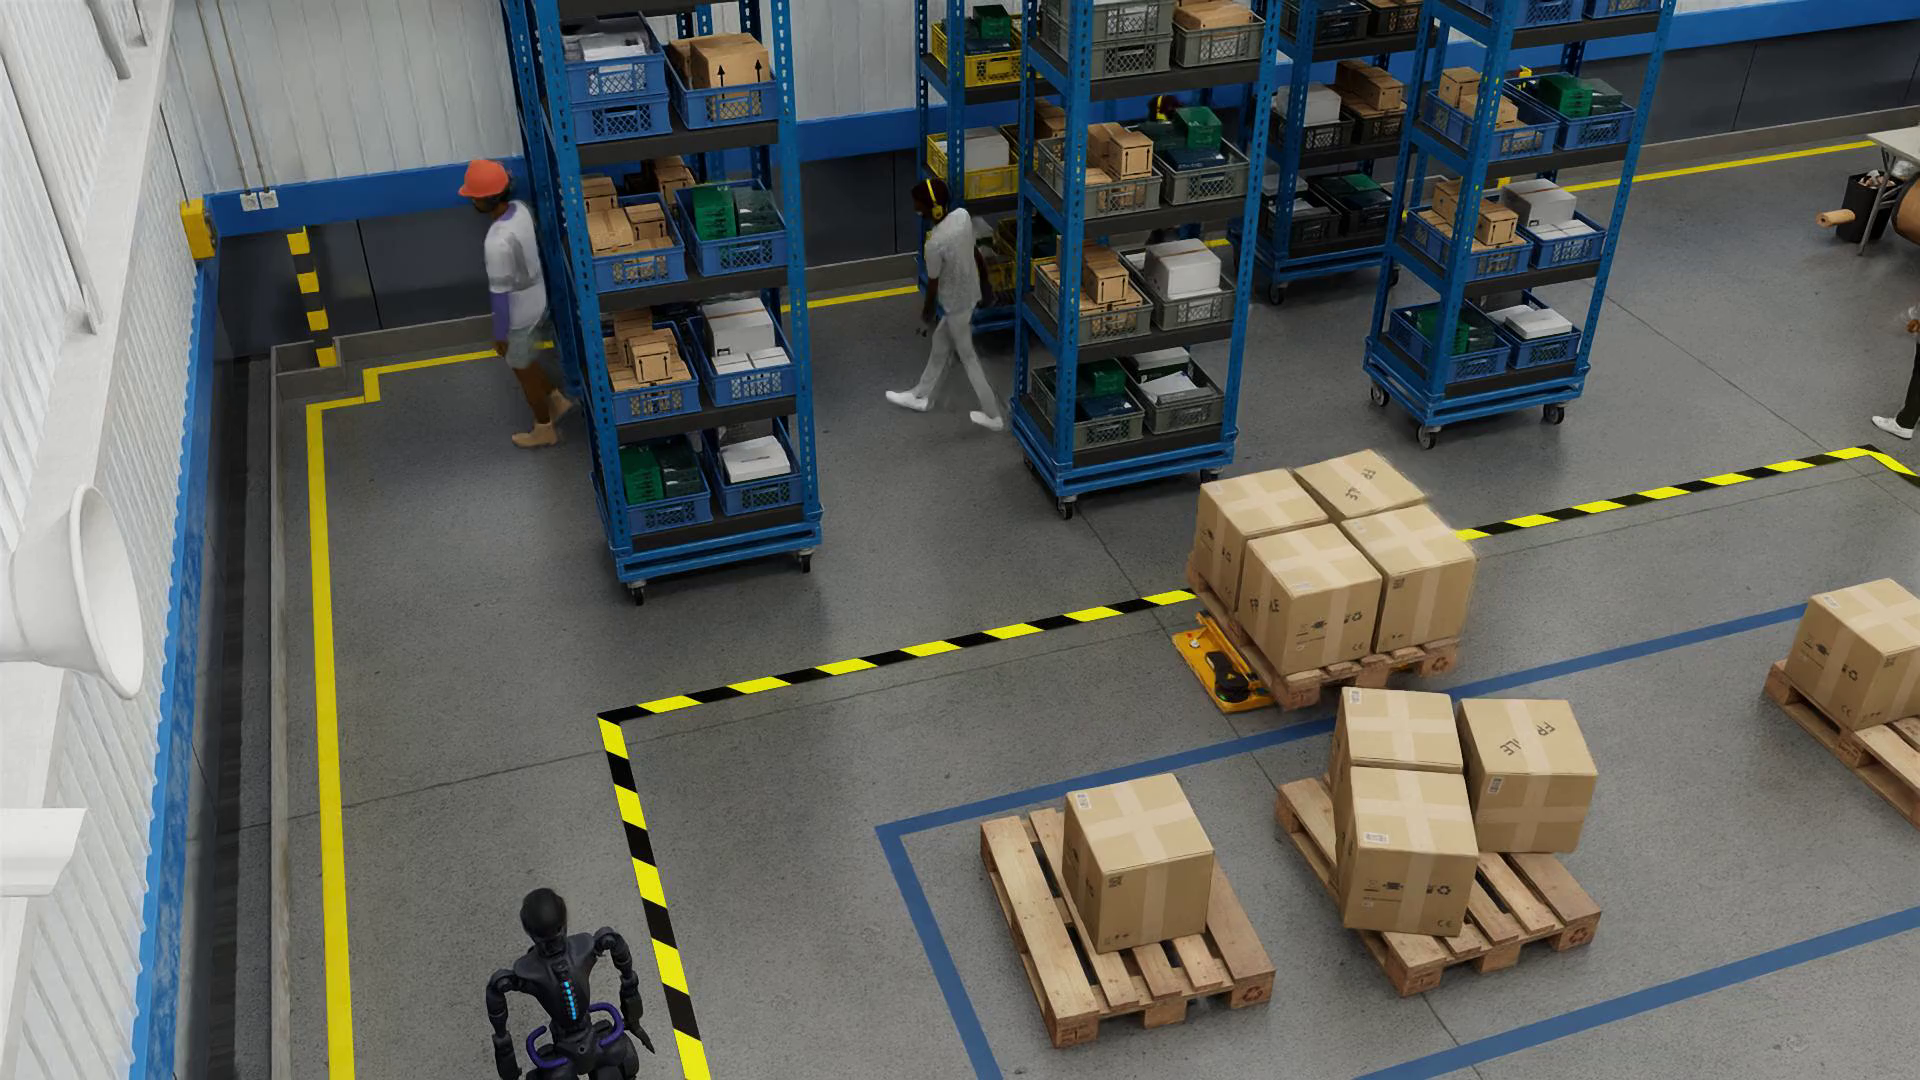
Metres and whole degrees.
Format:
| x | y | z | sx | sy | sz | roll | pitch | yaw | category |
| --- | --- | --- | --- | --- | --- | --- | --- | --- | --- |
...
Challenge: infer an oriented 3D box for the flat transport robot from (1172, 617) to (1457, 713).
| x | y | z | sx | sy | sz | roll | pitch | yaw | category |
| --- | --- | --- | --- | --- | --- | --- | --- | --- | --- |
| 1.974 | 0.548 | 9.254 | 1.431 | 0.197 | 0.652 | -11 | 37 | -15 | flat transport robot |

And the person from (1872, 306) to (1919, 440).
| x | y | z | sx | sy | sz | roll | pitch | yaw | category |
| --- | --- | --- | --- | --- | --- | --- | --- | --- | --- |
| 6.461 | -1.510 | 10.823 | 0.588 | 1.852 | 0.371 | -10 | 36 | -14 | person |

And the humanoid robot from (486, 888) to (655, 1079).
| x | y | z | sx | sy | sz | roll | pitch | yaw | category |
| --- | --- | --- | --- | --- | --- | --- | --- | --- | --- |
| -1.420 | 1.904 | 6.124 | 0.599 | 1.653 | 0.315 | -18 | 39 | -24 | humanoid robot |

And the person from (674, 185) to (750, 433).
| x | y | z | sx | sy | sz | roll | pitch | yaw | category |
| --- | --- | --- | --- | --- | --- | --- | --- | --- | --- |
| -1.605 | -1.635 | 11.131 | 0.493 | 1.700 | 0.886 | 28 | 44 | 34 | person |

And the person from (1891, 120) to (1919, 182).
| x | y | z | sx | sy | sz | roll | pitch | yaw | category |
| --- | --- | --- | --- | --- | --- | --- | --- | --- | --- |
| 8.638 | -3.881 | 14.247 | 0.944 | 1.789 | 0.608 | -16 | 38 | -21 | person |

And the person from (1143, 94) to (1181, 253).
| x | y | z | sx | sy | sz | roll | pitch | yaw | category |
| --- | --- | --- | --- | --- | --- | --- | --- | --- | --- |
| 1.438 | -2.254 | 11.894 | 0.485 | 1.834 | 0.579 | 8 | 36 | 11 | person |

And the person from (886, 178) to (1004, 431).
| x | y | z | sx | sy | sz | roll | pitch | yaw | category |
| --- | --- | --- | --- | --- | --- | --- | --- | --- | --- |
| -0.098 | -1.561 | 10.933 | 0.914 | 1.807 | 0.594 | 13 | 37 | 17 | person |

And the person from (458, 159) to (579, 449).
| x | y | z | sx | sy | sz | roll | pitch | yaw | category |
| --- | --- | --- | --- | --- | --- | --- | --- | --- | --- |
| -2.861 | -1.478 | 10.627 | 0.431 | 2.023 | 0.633 | 2 | 35 | 2 | person |
